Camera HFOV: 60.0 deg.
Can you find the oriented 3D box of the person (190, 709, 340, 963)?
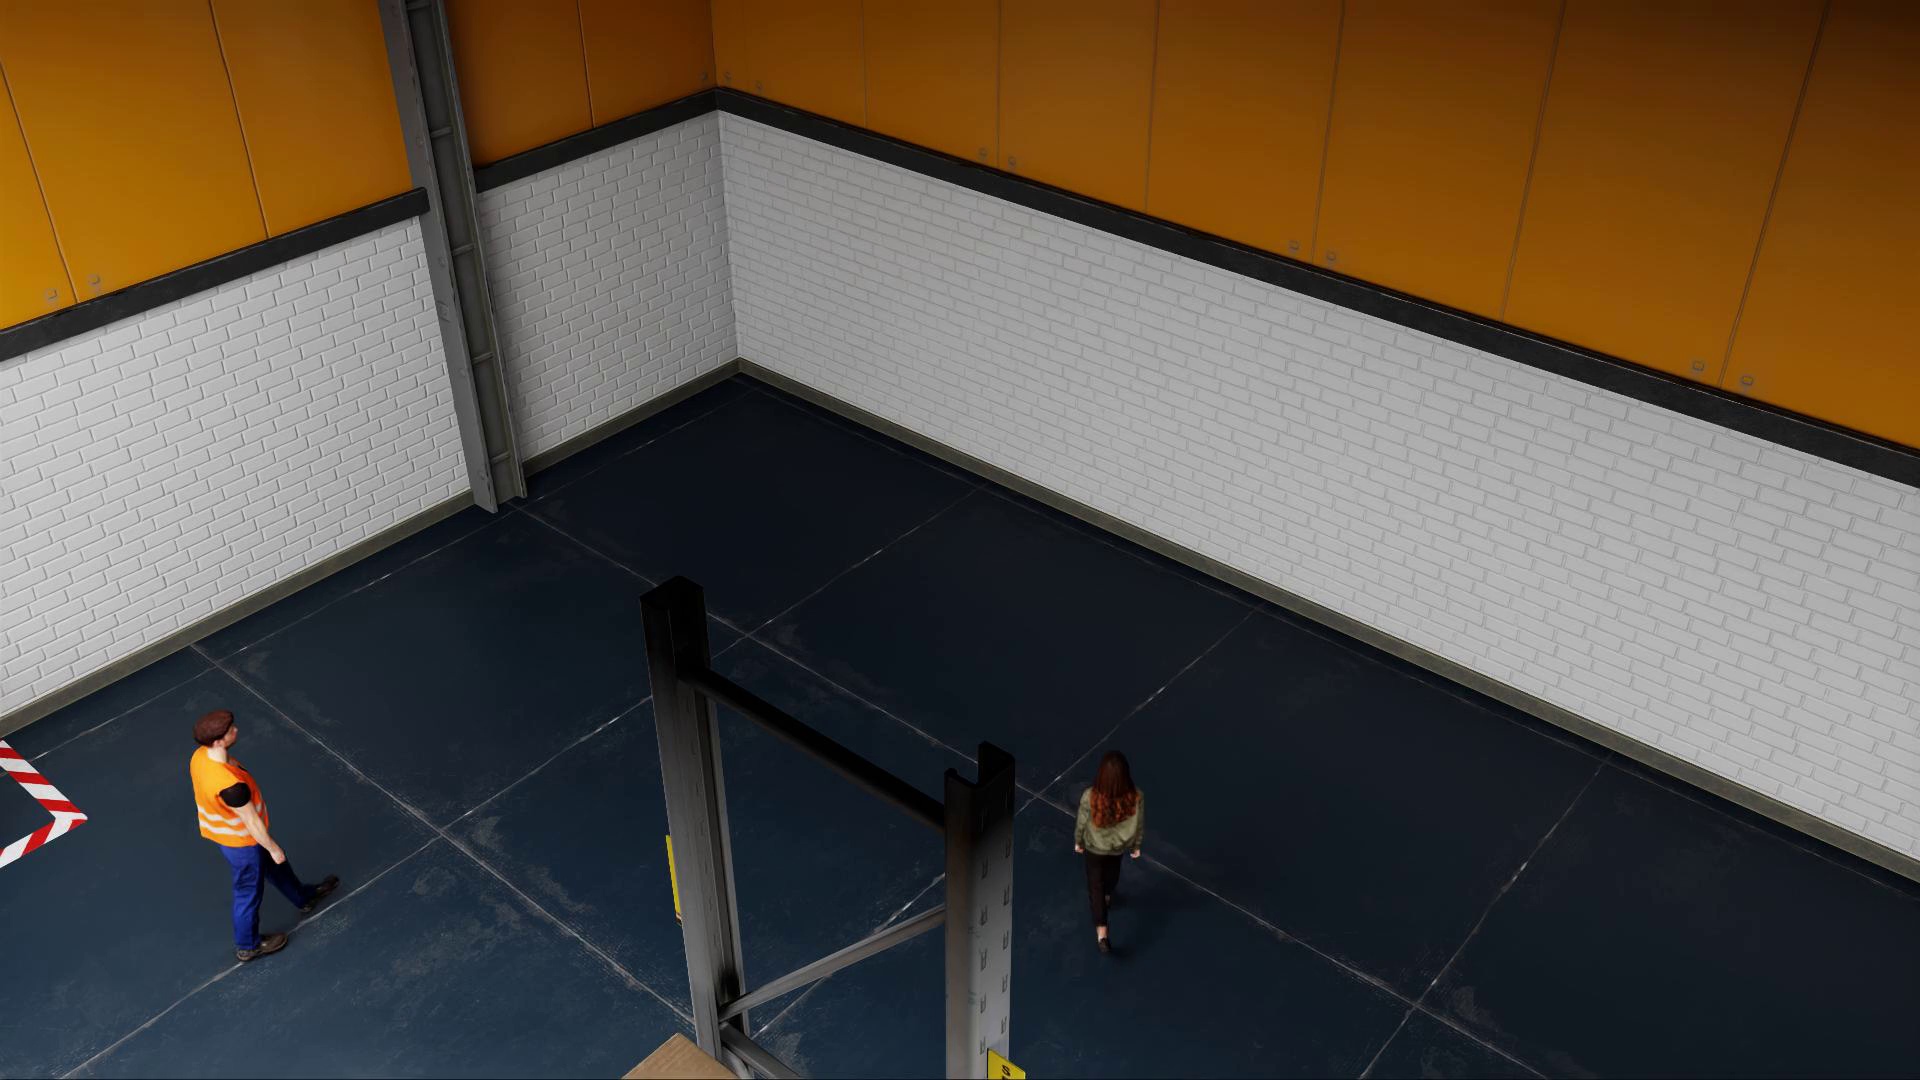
[{"bbox_3d":[-4.530,1.870,10.296,1.043,1.863,0.811,-26,42,-33],"label":"person"}]

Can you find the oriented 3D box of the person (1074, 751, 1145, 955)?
[{"bbox_3d":[0.943,1.969,10.519,0.966,1.452,1.030,-3,34,-4],"label":"person"}]
